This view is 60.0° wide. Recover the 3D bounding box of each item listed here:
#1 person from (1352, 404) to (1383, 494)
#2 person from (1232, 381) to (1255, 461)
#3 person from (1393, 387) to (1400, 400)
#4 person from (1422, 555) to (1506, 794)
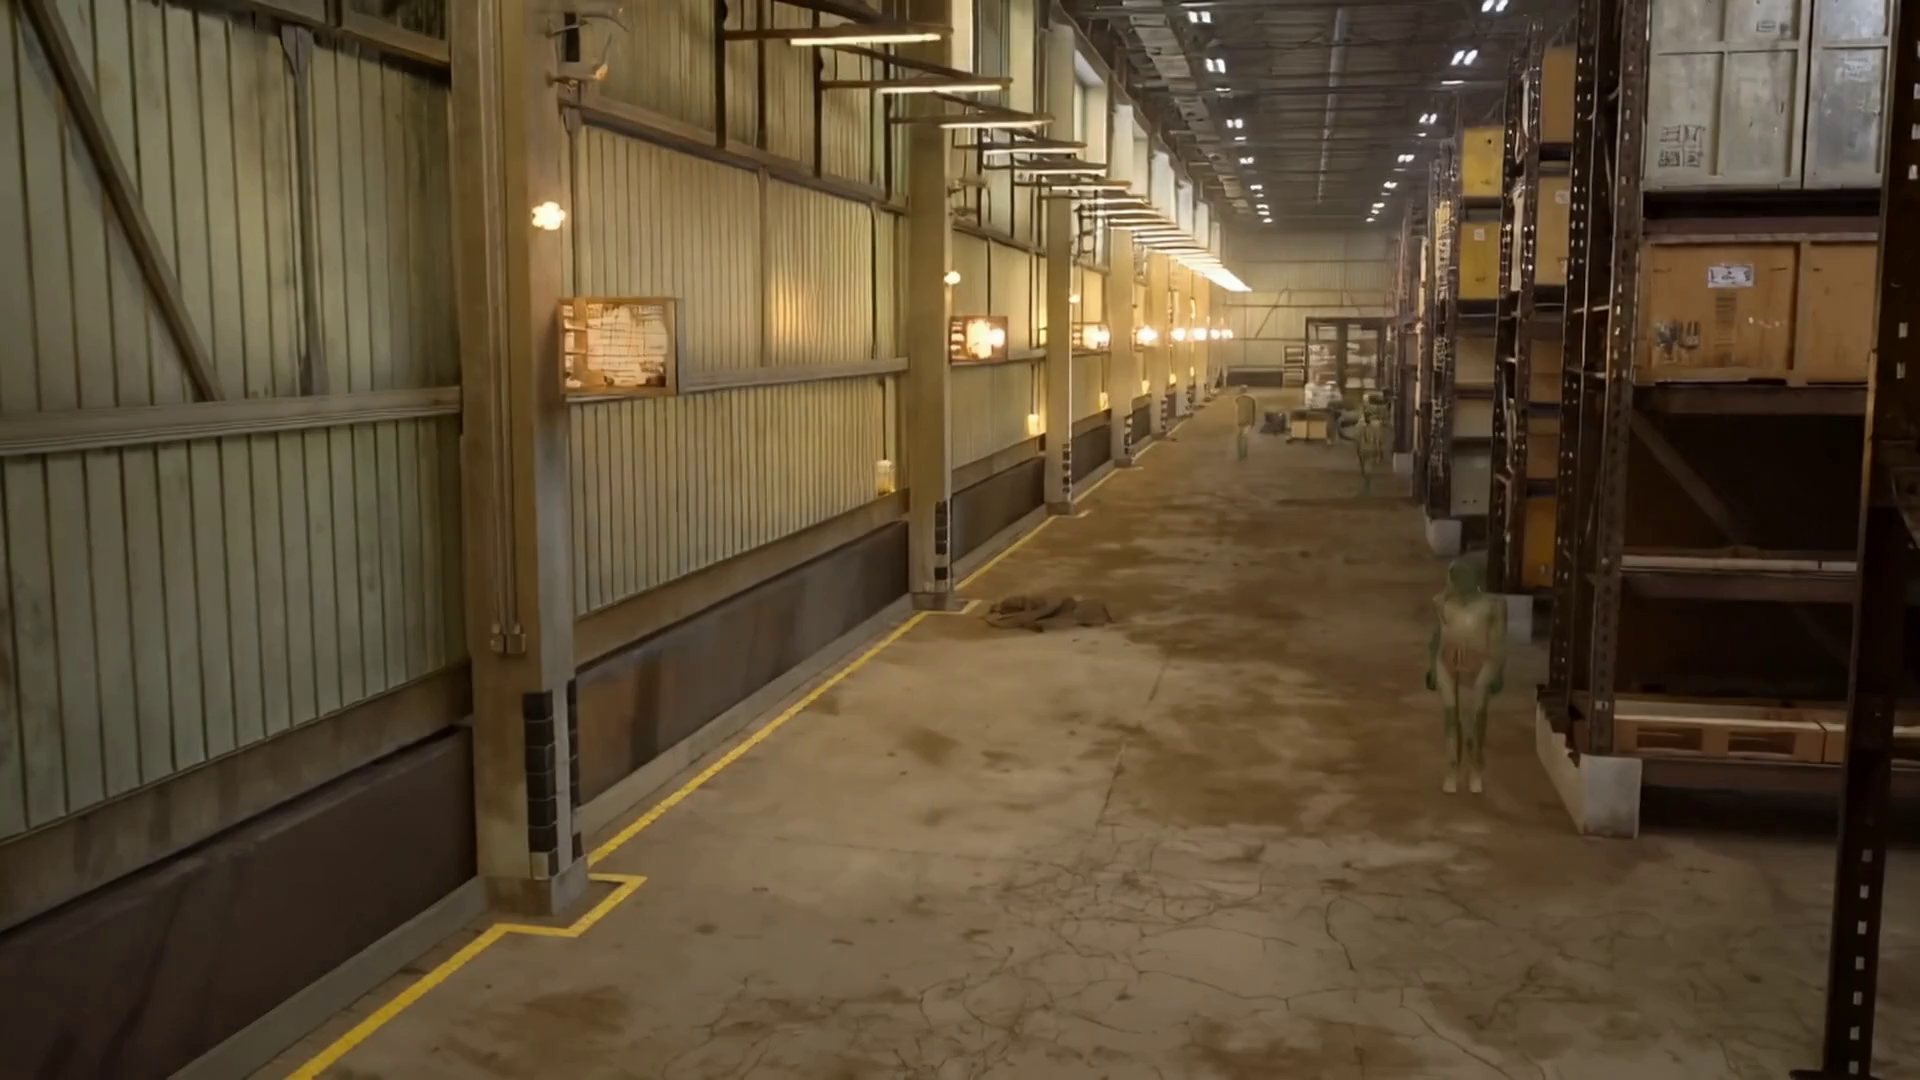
[{"bbox_3d":[7.801,-1.733,31.850,0.585,1.718,0.750,1,7,11],"label":"person"},{"bbox_3d":[6.818,-2.841,39.931,0.578,1.922,0.404,2,8,19],"label":"person"},{"bbox_3d":[12.397,-3.599,46.766,0.346,1.735,0.485,-5,9,-37],"label":"person"},{"bbox_3d":[3.359,0.907,11.110,0.540,1.622,0.392,2,7,17],"label":"person"}]
